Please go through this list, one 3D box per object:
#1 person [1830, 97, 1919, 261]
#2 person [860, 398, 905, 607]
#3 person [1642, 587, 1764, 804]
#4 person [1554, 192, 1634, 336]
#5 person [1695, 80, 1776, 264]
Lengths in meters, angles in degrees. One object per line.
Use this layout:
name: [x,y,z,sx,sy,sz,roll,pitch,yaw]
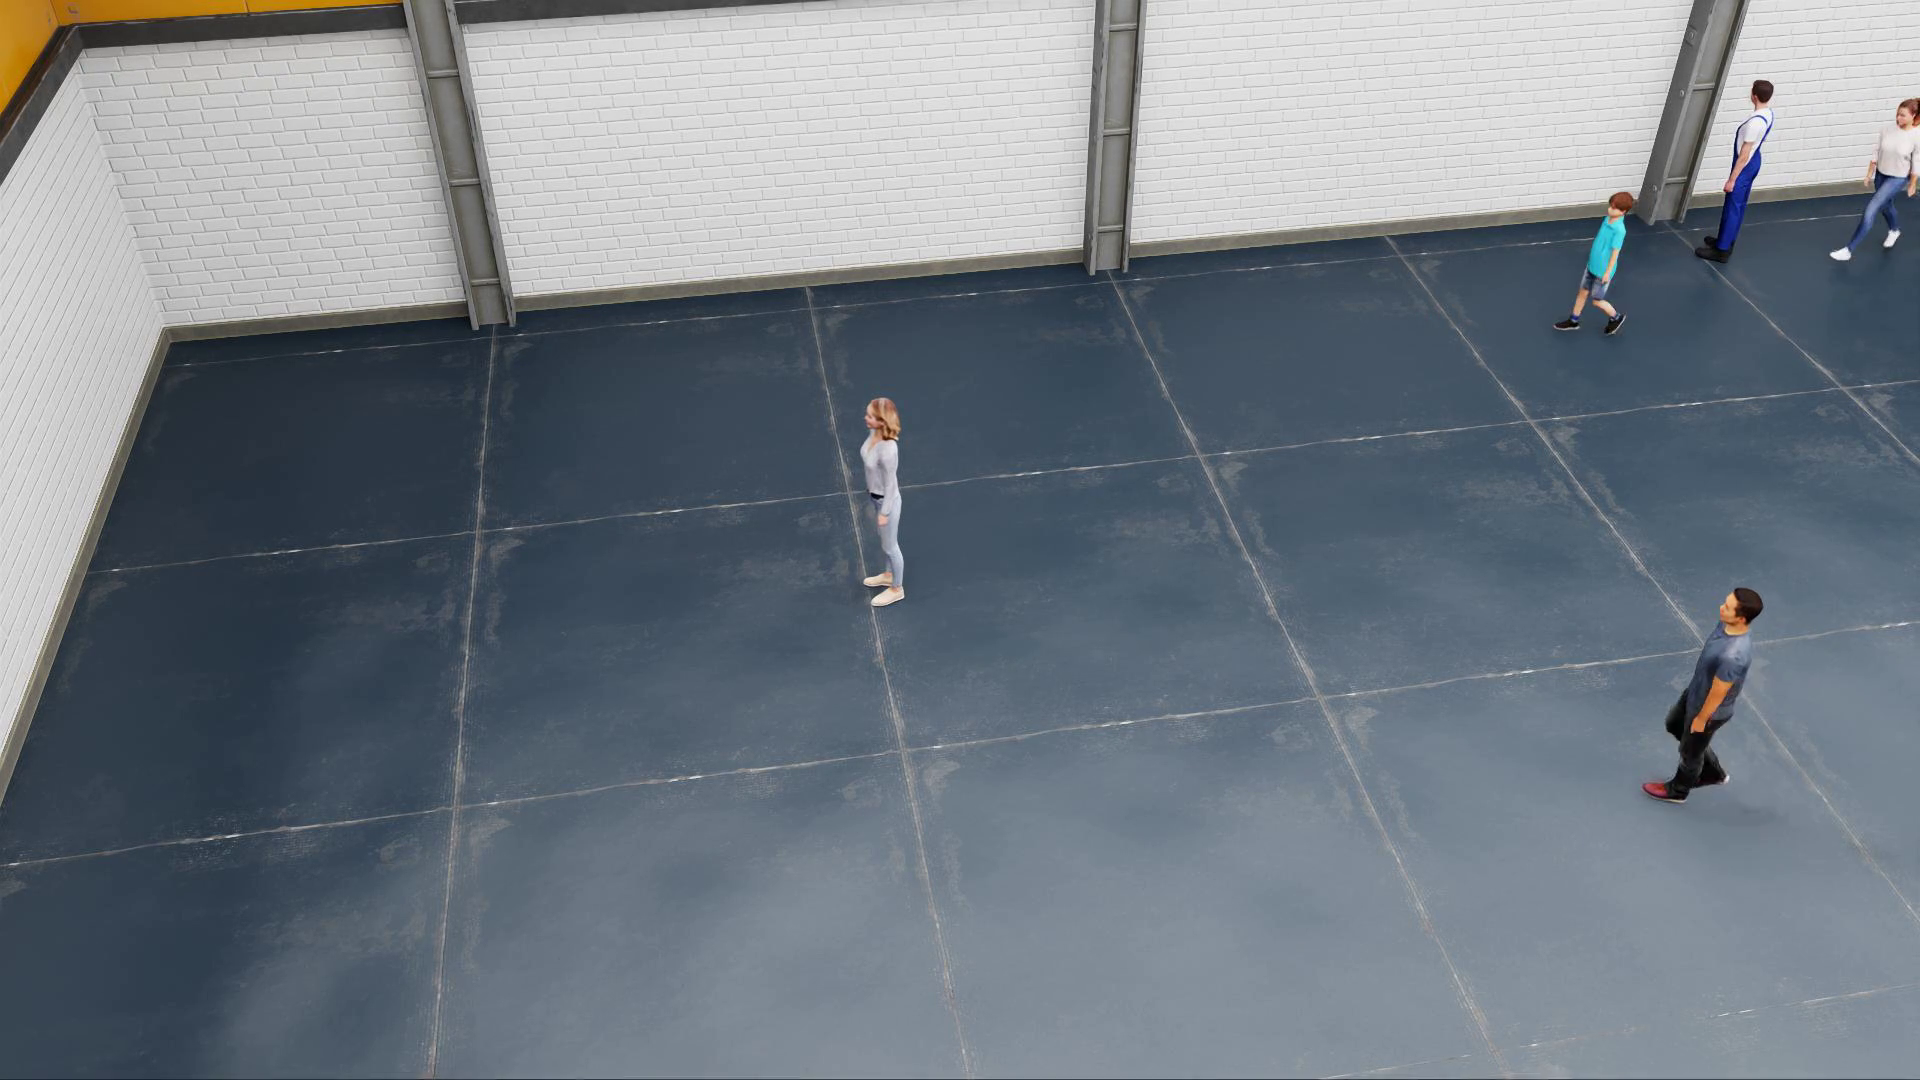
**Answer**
person: [9.210,-3.545,16.352,1.213,1.672,0.776,-17,41,-20]
person: [-0.552,-0.292,12.180,0.519,1.796,0.597,-9,39,-11]
person: [4.826,1.028,10.520,0.889,1.803,0.835,12,40,15]
person: [5.948,-2.530,15.270,0.837,1.436,0.580,-3,39,-3]
person: [7.684,-3.622,16.306,0.788,1.849,0.709,29,47,31]
